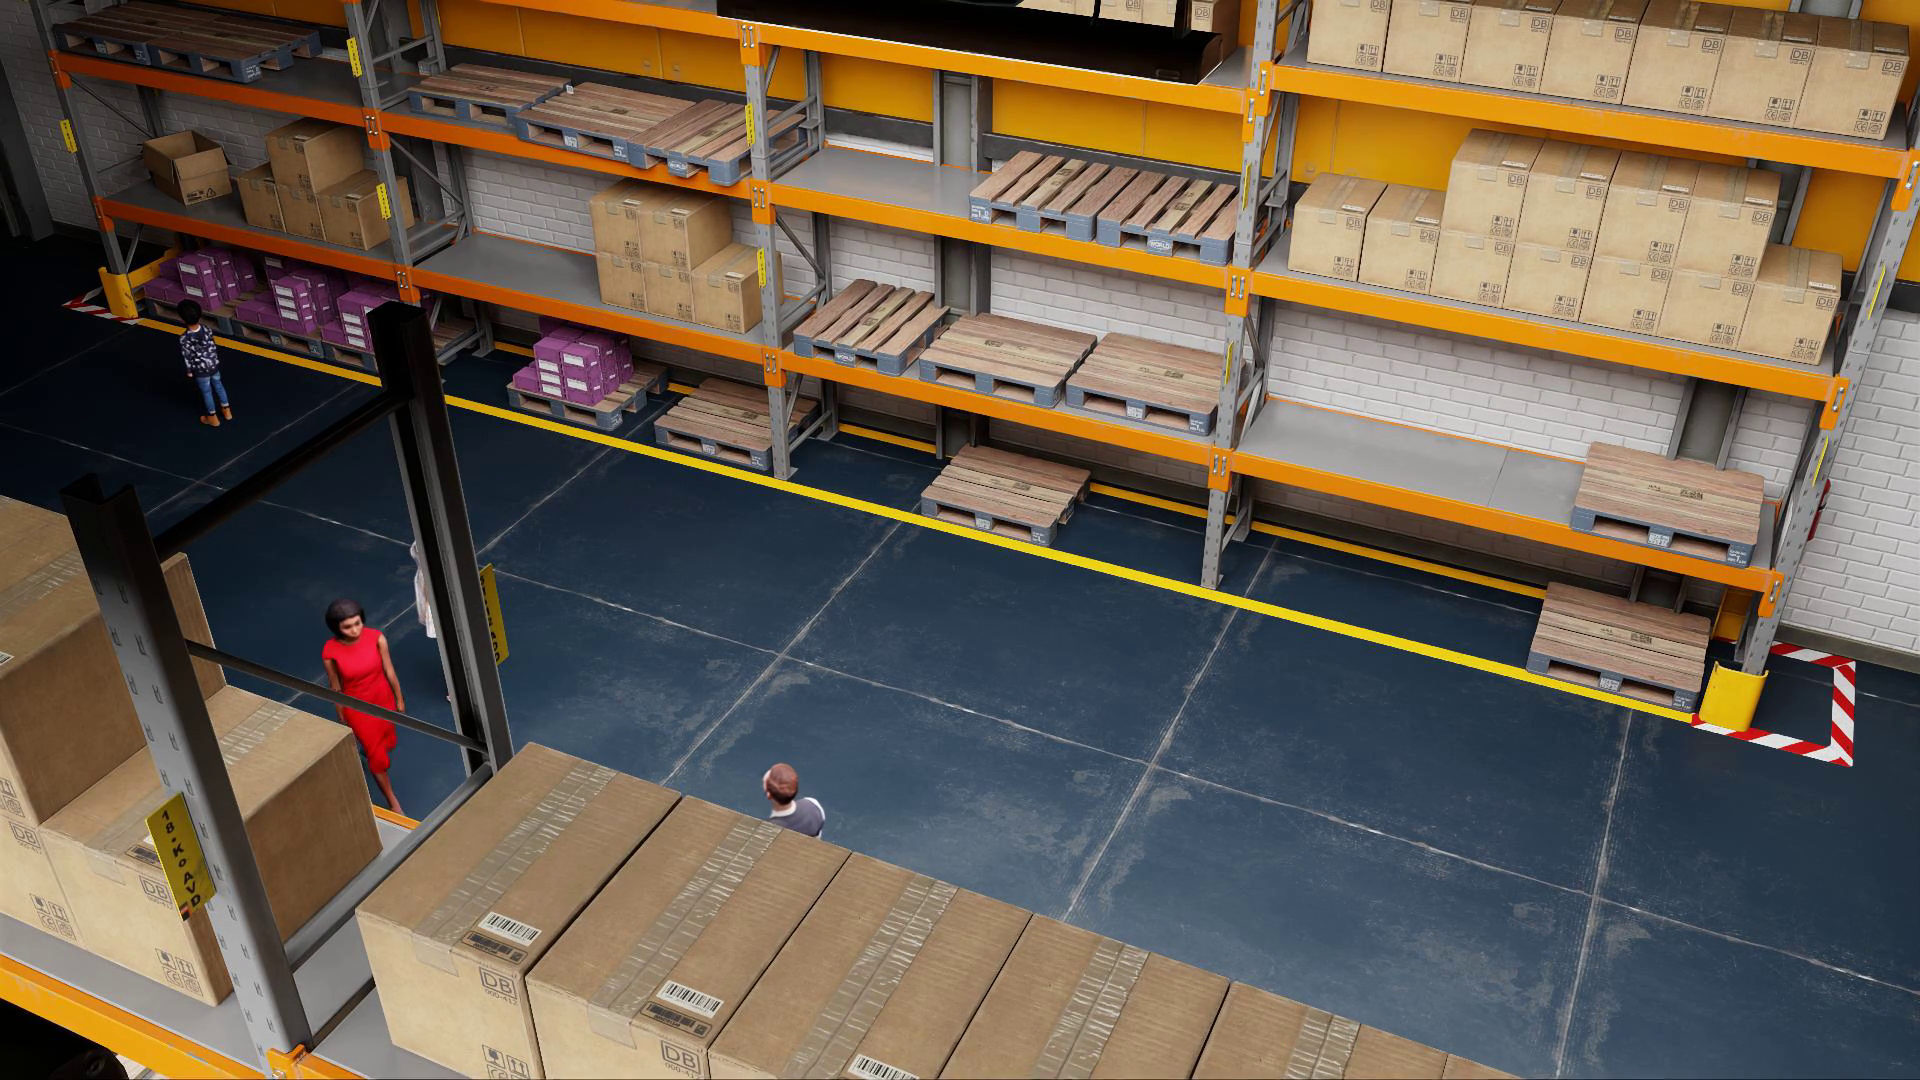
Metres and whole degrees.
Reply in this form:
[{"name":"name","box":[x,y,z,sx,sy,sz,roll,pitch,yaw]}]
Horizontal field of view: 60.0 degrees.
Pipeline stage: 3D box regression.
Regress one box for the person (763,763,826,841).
[{"name":"person","box":[-0.944,2.004,9.318,0.658,1.938,0.711,25,41,32]}]

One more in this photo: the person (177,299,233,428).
[{"name":"person","box":[-7.033,-1.657,15.446,0.539,1.251,0.520,20,39,28]}]

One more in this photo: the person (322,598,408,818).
[{"name":"person","box":[-3.902,1.067,10.925,0.875,1.719,1.084,-22,40,-30]}]
